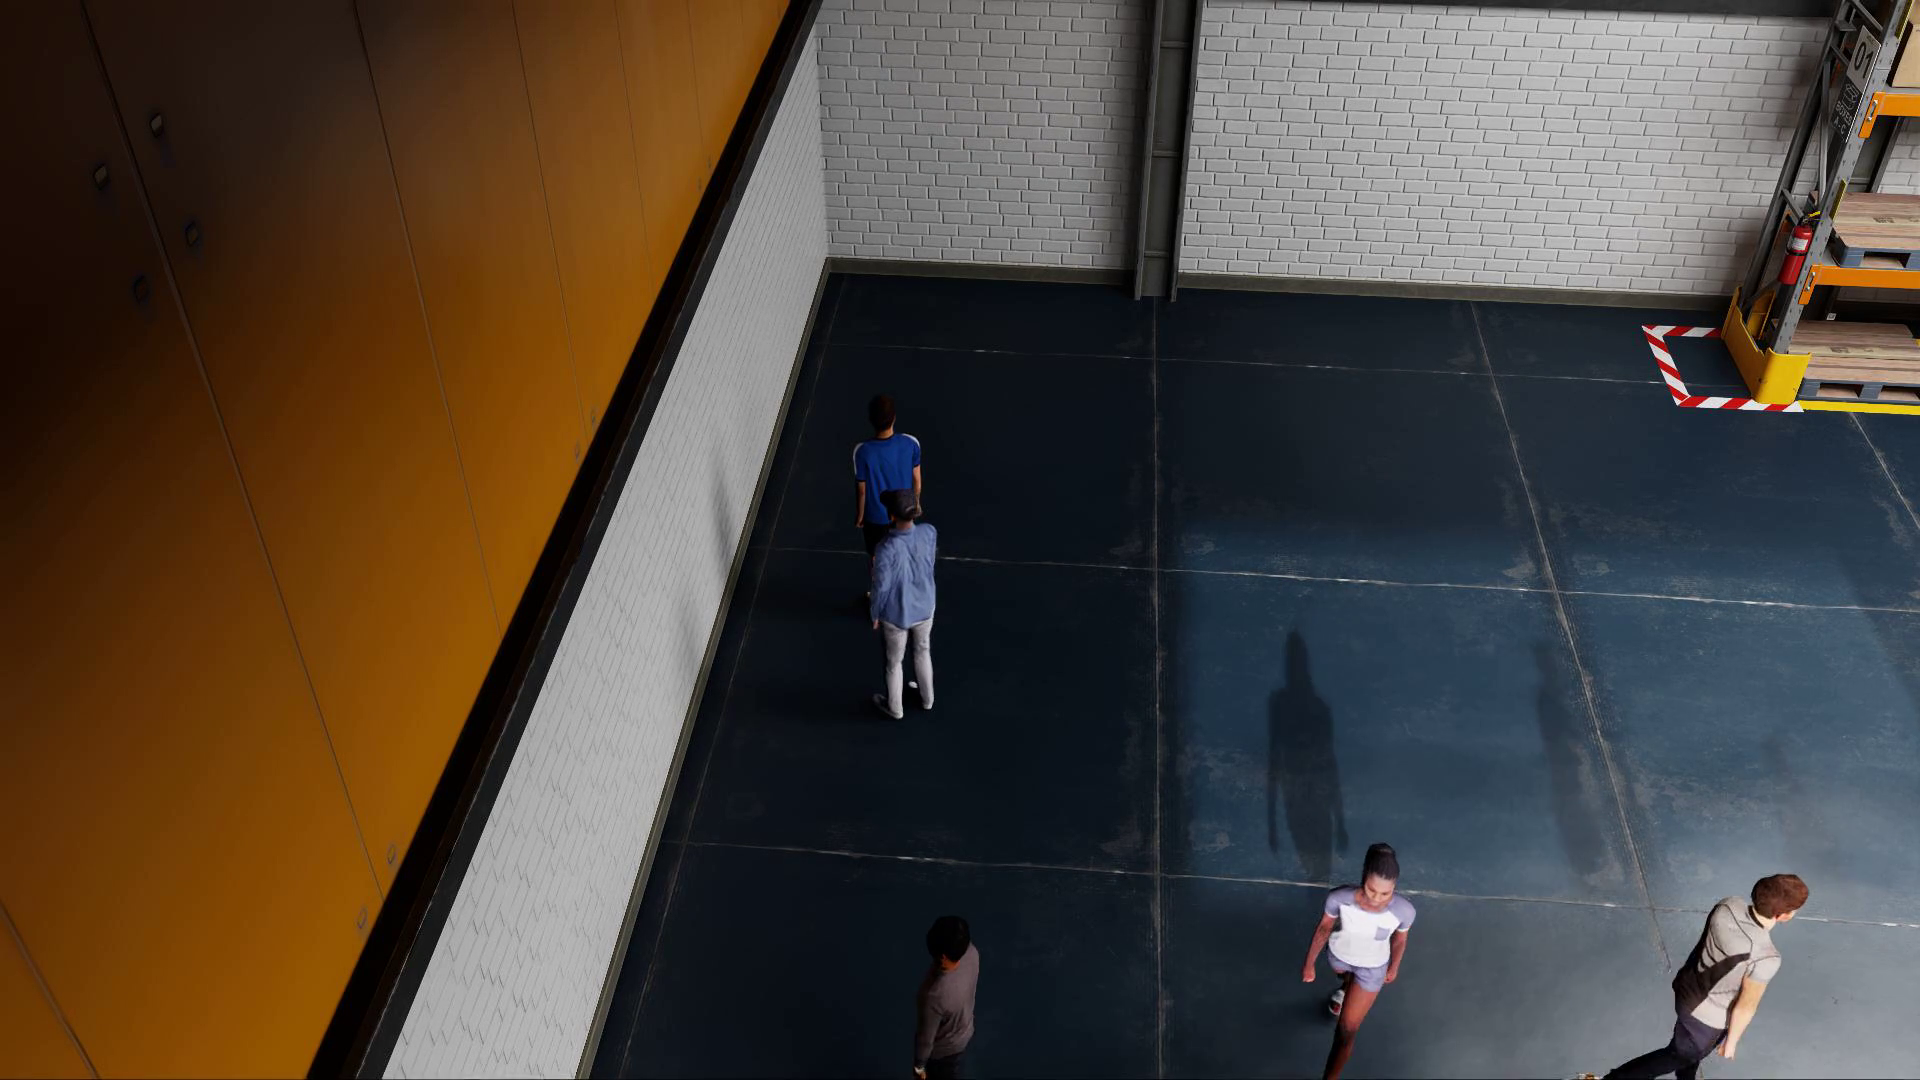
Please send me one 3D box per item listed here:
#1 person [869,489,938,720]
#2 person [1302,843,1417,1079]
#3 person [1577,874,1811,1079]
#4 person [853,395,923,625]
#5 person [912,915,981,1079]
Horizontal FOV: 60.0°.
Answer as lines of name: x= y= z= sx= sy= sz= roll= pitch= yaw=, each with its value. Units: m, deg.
person: x=-0.339 y=0.428 z=10.944 sx=0.742 sy=1.886 sz=0.820 roll=-23 pitch=44 yaw=-26
person: x=2.132 y=2.203 z=8.902 sx=1.278 sy=1.661 sz=0.976 roll=16 pitch=41 yaw=19
person: x=3.732 y=2.374 z=8.543 sx=1.167 sy=1.842 sz=0.771 roll=-3 pitch=39 yaw=-3
person: x=-0.505 y=-0.218 z=11.769 sx=0.664 sy=1.866 sz=0.796 roll=-12 pitch=40 yaw=-15
person: x=-0.002 y=2.547 z=8.405 sx=0.891 sy=1.743 sz=1.177 roll=4 pitch=39 yaw=5
